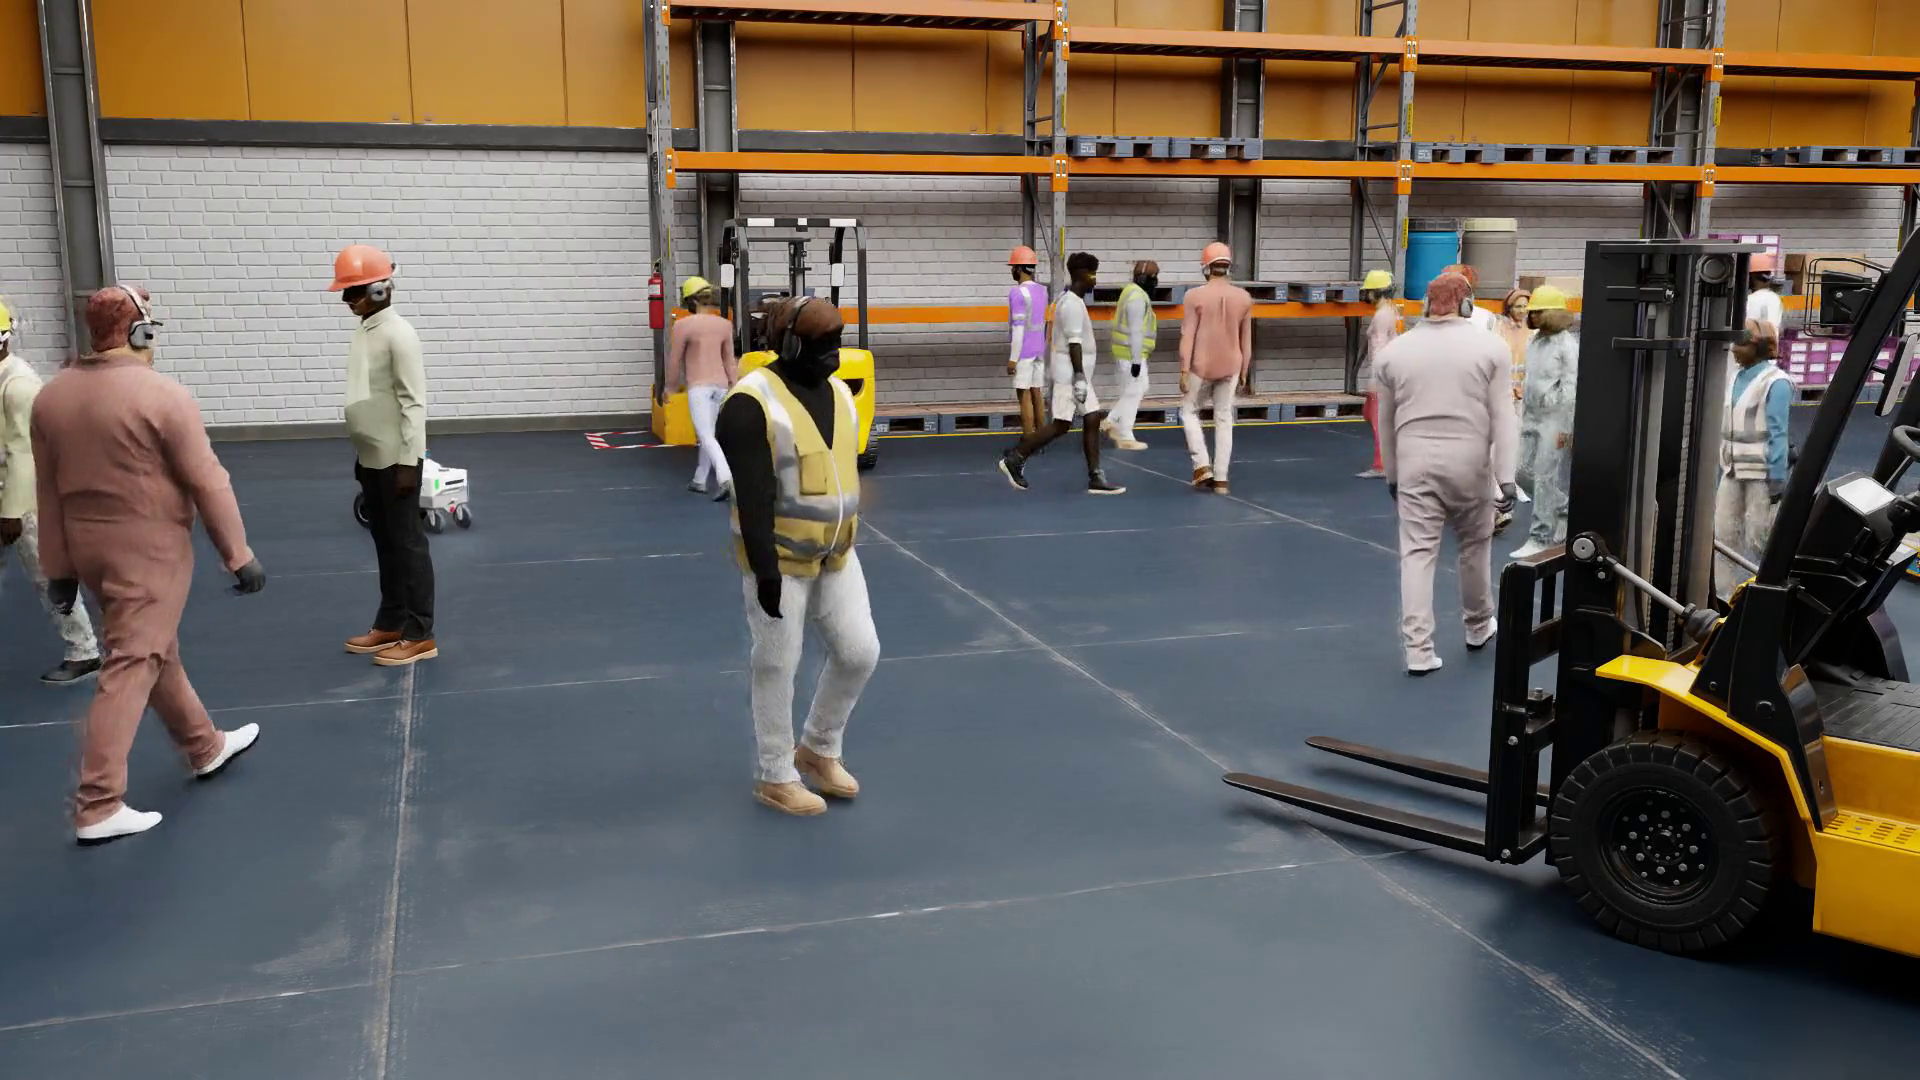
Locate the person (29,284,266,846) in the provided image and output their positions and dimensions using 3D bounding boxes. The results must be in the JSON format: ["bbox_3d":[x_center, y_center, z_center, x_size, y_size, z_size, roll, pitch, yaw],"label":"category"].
[{"bbox_3d":[-2.784,0.053,5.797,0.659,1.855,0.991,4,11,23],"label":"person"}]

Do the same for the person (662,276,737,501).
[{"bbox_3d":[-1.940,-1.176,12.884,0.547,1.721,0.825,-10,14,-44],"label":"person"}]

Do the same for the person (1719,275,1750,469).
[{"bbox_3d":[5.520,-1.071,11.999,0.545,1.842,0.768,-6,12,-30],"label":"person"}]

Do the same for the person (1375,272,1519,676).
[{"bbox_3d":[2.325,-0.325,7.881,0.699,1.846,0.962,5,12,27],"label":"person"}]

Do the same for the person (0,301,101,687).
[{"bbox_3d":[-4.266,-0.188,7.300,0.609,1.786,0.850,7,13,35],"label":"person"}]

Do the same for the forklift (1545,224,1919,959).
[{"bbox_3d":[2.909,0.117,4.508,2.313,2.155,1.214,9,14,40],"label":"forklift"}]

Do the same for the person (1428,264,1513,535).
[{"bbox_3d":[3.433,-0.956,11.375,0.570,1.849,0.957,-4,11,-19],"label":"person"}]

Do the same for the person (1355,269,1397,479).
[{"bbox_3d":[3.531,-1.371,13.870,0.457,1.752,0.536,3,11,18],"label":"person"}]

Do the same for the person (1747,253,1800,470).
[{"bbox_3d":[6.930,-1.531,14.397,0.559,1.904,0.931,-10,14,-43],"label":"person"}]

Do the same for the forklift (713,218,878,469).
[{"bbox_3d":[-1.522,-1.778,14.899,1.214,2.155,2.313,-3,11,-17],"label":"forklift"}]

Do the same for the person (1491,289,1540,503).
[{"bbox_3d":[4.204,-1.093,12.690,0.517,1.631,0.335,0,10,0],"label":"person"}]

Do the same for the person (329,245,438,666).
[{"bbox_3d":[-2.746,-0.399,7.912,0.396,1.985,0.608,-9,13,-39],"label":"person"}]

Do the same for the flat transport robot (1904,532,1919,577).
[{"bbox_3d":[5.882,0.135,9.685,0.652,0.197,1.431,1,10,5],"label":"flat transport robot"}]

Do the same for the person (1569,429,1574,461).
[{"bbox_3d":[3.831,-0.569,9.534,0.828,1.739,0.537,-5,11,-24],"label":"person"}]

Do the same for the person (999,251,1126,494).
[{"bbox_3d":[0.813,-1.305,13.087,0.938,1.919,0.600,2,11,11],"label":"person"}]

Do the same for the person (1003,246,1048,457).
[{"bbox_3d":[0.589,-1.728,15.327,0.375,1.939,0.546,6,12,31],"label":"person"}]

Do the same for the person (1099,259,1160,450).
[{"bbox_3d":[1.647,-1.757,15.831,0.476,1.814,0.649,1,10,3],"label":"person"}]

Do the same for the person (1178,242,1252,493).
[{"bbox_3d":[2.008,-1.362,13.210,0.658,1.972,0.485,-3,11,-17],"label":"person"}]

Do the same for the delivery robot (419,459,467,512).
[{"bbox_3d":[-3.778,-0.395,11.558,0.707,0.478,0.477,5,11,25],"label":"delivery robot"}]

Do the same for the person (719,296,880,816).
[{"bbox_3d":[-0.556,0.070,5.790,0.457,1.822,0.622,9,14,40],"label":"person"}]

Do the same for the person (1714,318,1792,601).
[{"bbox_3d":[4.178,-0.343,8.615,0.591,1.616,0.536,-1,10,-8],"label":"person"}]

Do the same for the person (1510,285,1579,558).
[{"bbox_3d":[3.752,-0.744,10.517,0.522,1.727,0.483,-4,11,-19],"label":"person"}]
